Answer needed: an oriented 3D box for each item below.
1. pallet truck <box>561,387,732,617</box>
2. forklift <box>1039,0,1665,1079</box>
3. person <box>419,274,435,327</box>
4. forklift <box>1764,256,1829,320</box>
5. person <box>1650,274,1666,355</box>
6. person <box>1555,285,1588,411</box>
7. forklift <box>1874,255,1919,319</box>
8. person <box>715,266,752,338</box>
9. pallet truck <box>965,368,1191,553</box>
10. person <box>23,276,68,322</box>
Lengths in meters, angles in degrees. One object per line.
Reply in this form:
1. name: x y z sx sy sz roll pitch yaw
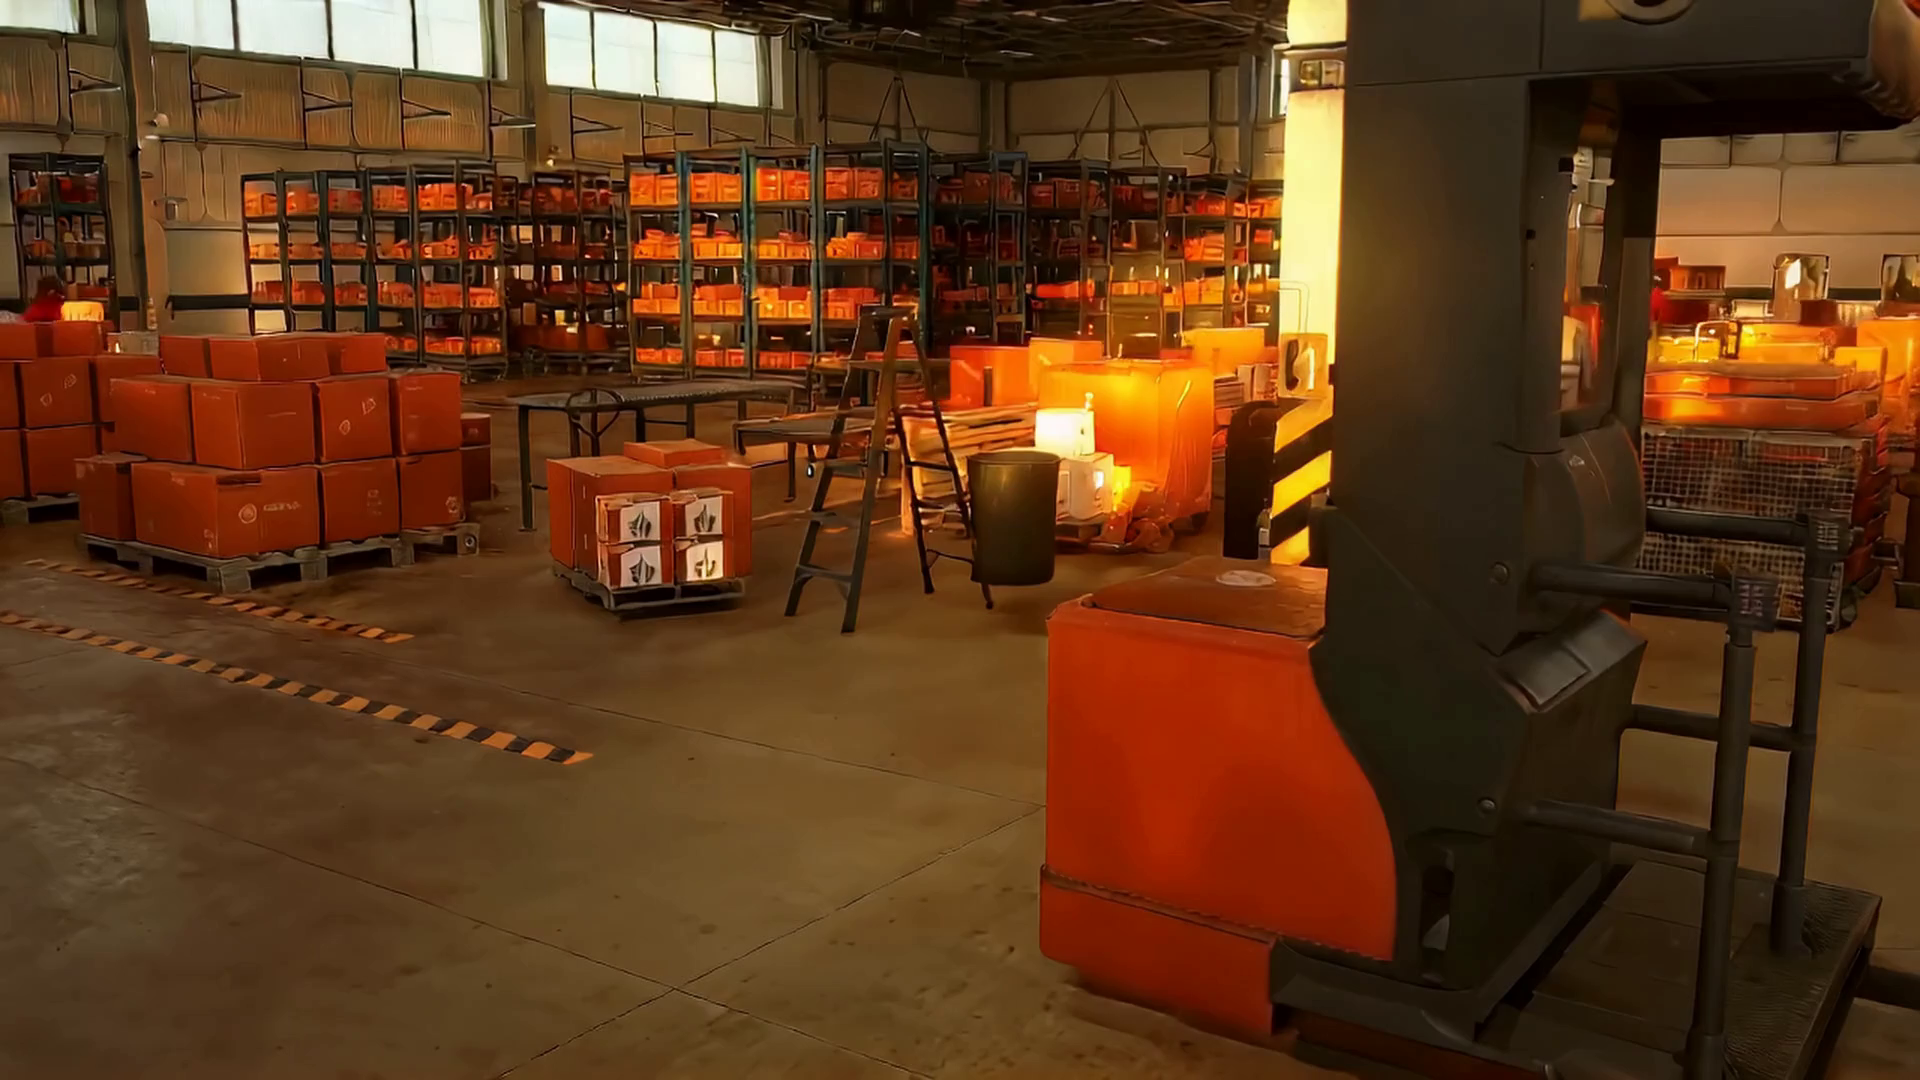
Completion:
1. pallet truck: -1.981 -0.274 10.088 0.680 1.201 1.601 -5 11 -28
2. forklift: 1.249 -0.137 4.360 1.873 2.768 1.129 7 12 35
3. person: -11.575 -4.894 36.078 0.359 1.742 0.563 4 10 24
4. forklift: 20.253 -5.854 40.139 1.157 1.987 2.680 7 12 35
5. person: 14.877 -4.841 35.774 0.799 1.737 0.532 -7 12 -37
6. person: 5.995 -1.676 16.728 0.595 1.809 0.822 3 10 18
7. forklift: 22.089 -5.634 38.796 1.157 1.987 2.680 6 11 33
8. person: -4.148 -4.111 30.712 0.627 1.989 1.070 7 12 35
9. pallet truck: 0.845 -0.609 11.869 1.630 1.274 0.653 7 12 35
10. person: -8.053 -1.389 14.778 0.415 1.882 0.690 -3 10 -17
